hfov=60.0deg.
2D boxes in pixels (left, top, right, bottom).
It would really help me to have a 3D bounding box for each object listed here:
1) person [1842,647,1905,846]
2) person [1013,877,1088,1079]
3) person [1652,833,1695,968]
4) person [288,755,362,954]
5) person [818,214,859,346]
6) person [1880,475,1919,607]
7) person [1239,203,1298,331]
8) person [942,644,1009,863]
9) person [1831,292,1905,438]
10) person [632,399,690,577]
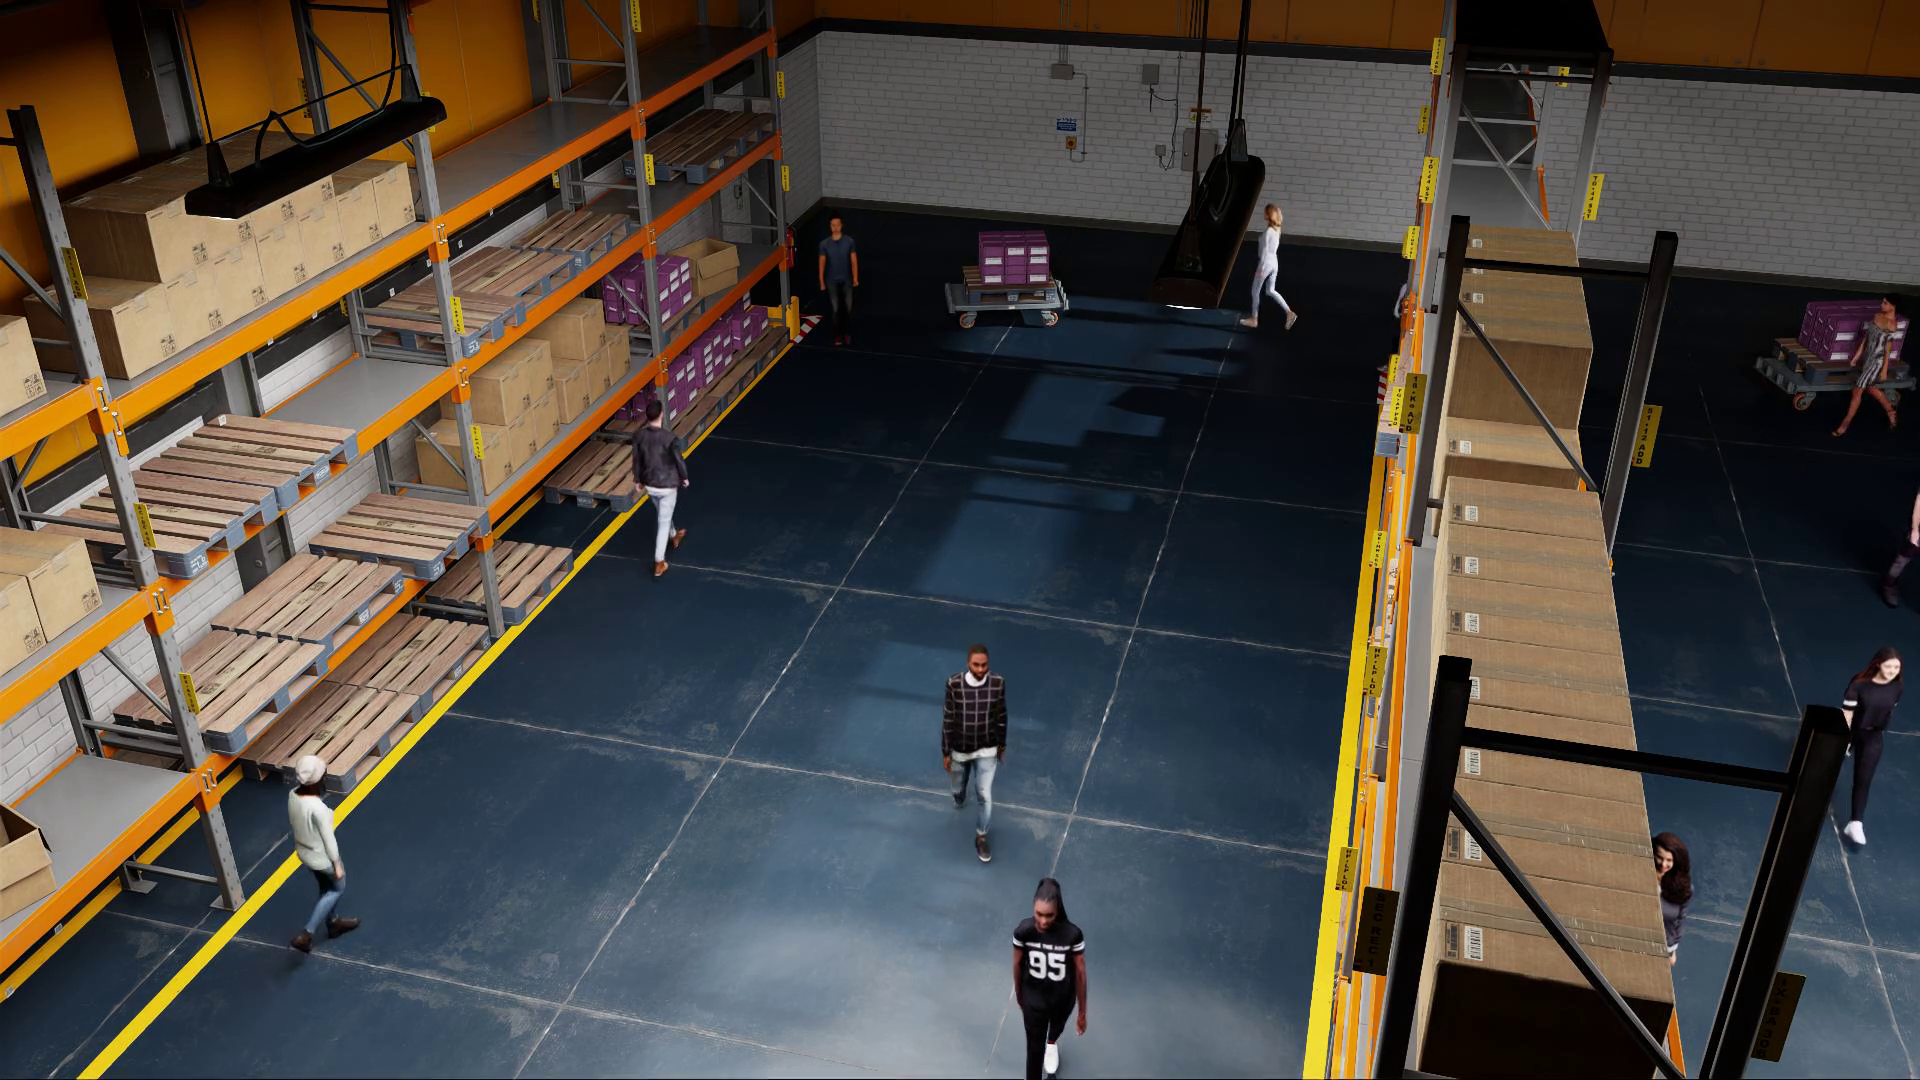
[{"bbox_3d":[7.059,1.505,13.154,0.727,1.587,1.159,2,29,4],"label":"person"},{"bbox_3d":[0.578,2.855,10.575,0.795,1.685,1.210,2,29,3],"label":"person"},{"bbox_3d":[4.469,2.634,10.893,0.612,1.768,0.499,7,29,12],"label":"person"},{"bbox_3d":[-4.569,2.257,11.723,0.789,1.637,0.922,16,32,26],"label":"person"},{"bbox_3d":[-1.612,-3.481,22.070,0.782,1.800,0.783,-4,29,-7],"label":"person"},{"bbox_3d":[9.238,-0.146,15.949,0.929,1.807,1.184,0,29,0],"label":"person"},{"bbox_3d":[4.211,-3.636,22.385,0.936,1.771,1.092,19,34,31],"label":"person"},{"bbox_3d":[0.092,1.547,12.856,0.872,1.798,1.124,-2,29,-4],"label":"person"},{"bbox_3d":[10.757,-2.027,19.417,0.769,1.789,1.025,2,29,3],"label":"person"},{"bbox_3d":[-3.006,-0.486,16.585,0.657,1.796,1.082,7,29,13],"label":"person"}]
